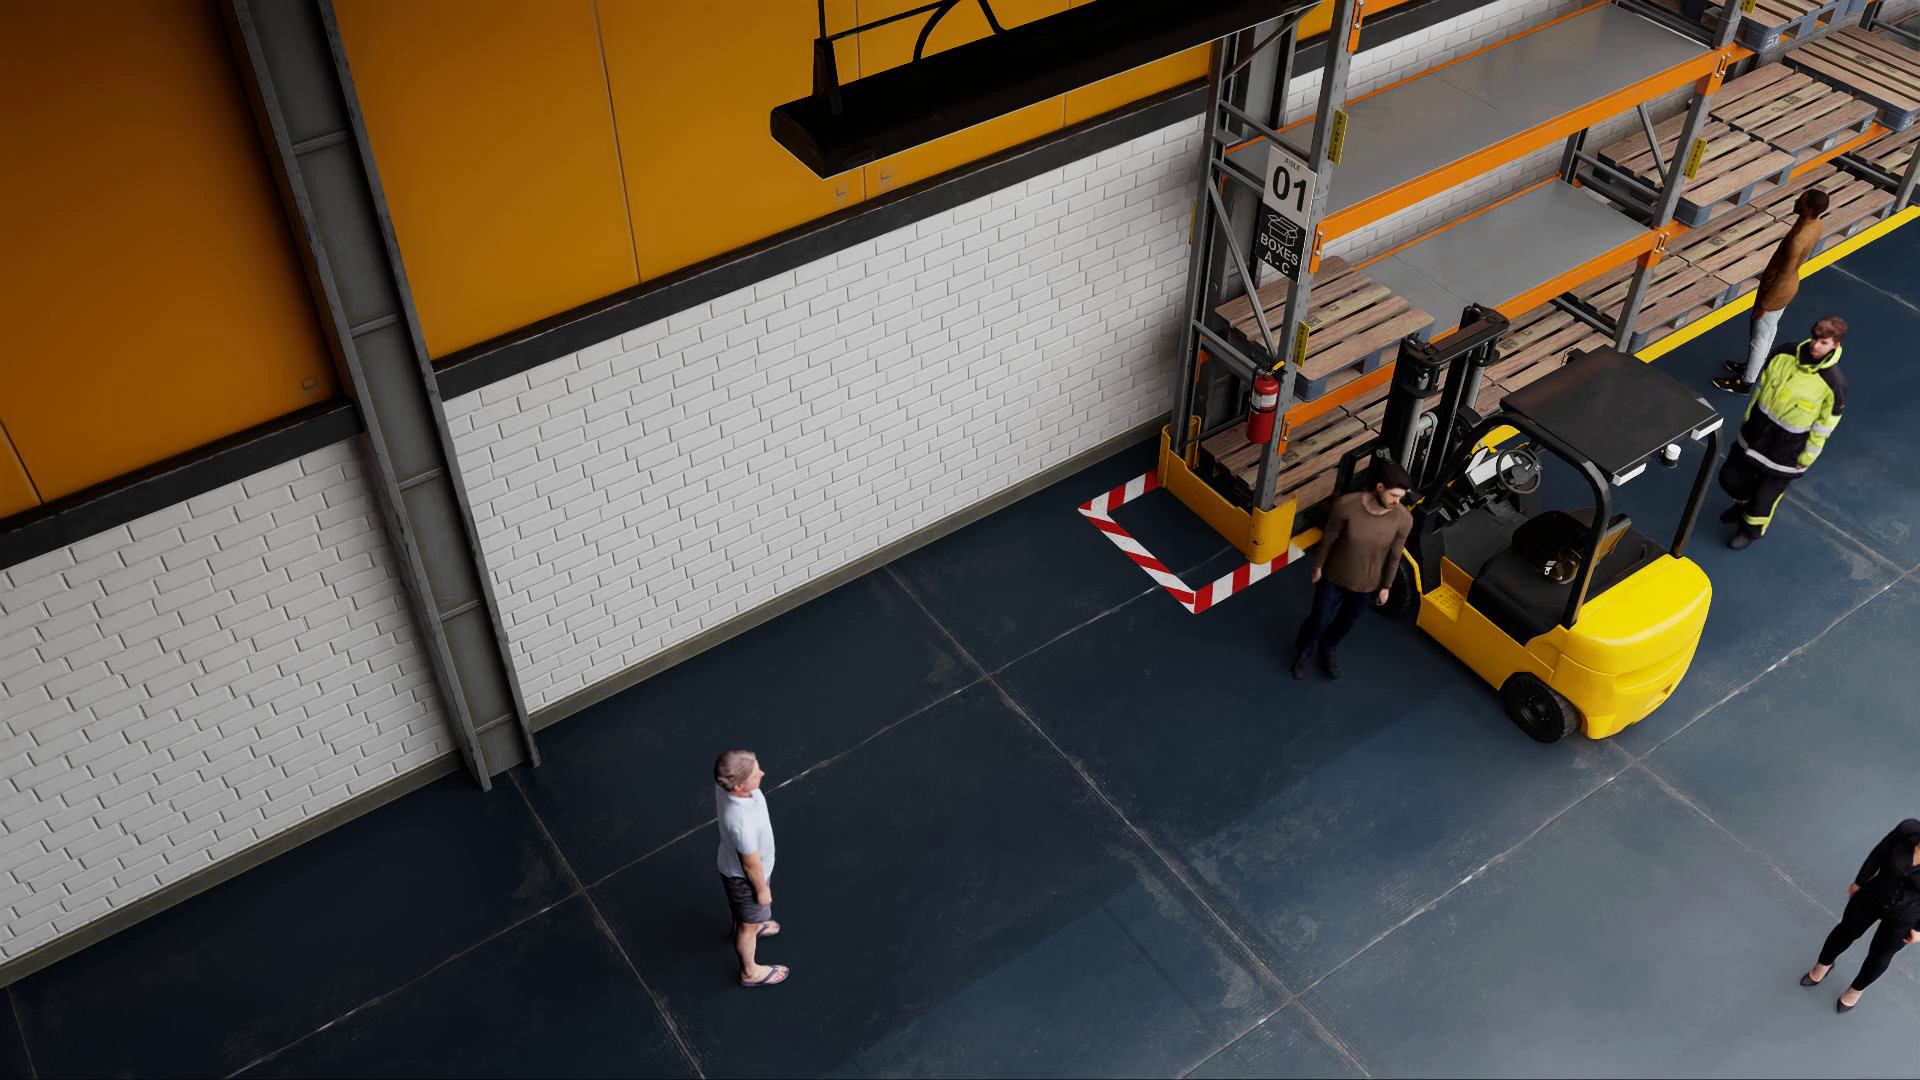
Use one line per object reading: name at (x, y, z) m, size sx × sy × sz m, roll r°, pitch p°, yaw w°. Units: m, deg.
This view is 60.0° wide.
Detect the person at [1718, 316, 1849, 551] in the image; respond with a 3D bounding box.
person at (5.790, -0.773, 11.606) m, size 0.714 × 1.967 × 0.785 m, roll -23°, pitch 48°, yaw -22°

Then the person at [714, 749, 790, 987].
person at (-1.180, 1.752, 9.056) m, size 0.684 × 1.829 × 0.705 m, roll -8°, pitch 44°, yaw -8°

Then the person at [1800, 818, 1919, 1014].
person at (4.977, 1.969, 8.913) m, size 0.481 × 1.712 × 0.572 m, roll -27°, pitch 50°, yaw -25°

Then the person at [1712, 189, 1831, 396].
person at (6.359, -1.933, 12.934) m, size 0.761 × 1.816 × 0.589 m, roll 28°, pitch 50°, yaw 26°

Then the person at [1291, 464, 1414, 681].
person at (2.489, 0.191, 10.674) m, size 0.780 × 1.857 × 0.851 m, roll 14°, pitch 45°, yaw 15°
